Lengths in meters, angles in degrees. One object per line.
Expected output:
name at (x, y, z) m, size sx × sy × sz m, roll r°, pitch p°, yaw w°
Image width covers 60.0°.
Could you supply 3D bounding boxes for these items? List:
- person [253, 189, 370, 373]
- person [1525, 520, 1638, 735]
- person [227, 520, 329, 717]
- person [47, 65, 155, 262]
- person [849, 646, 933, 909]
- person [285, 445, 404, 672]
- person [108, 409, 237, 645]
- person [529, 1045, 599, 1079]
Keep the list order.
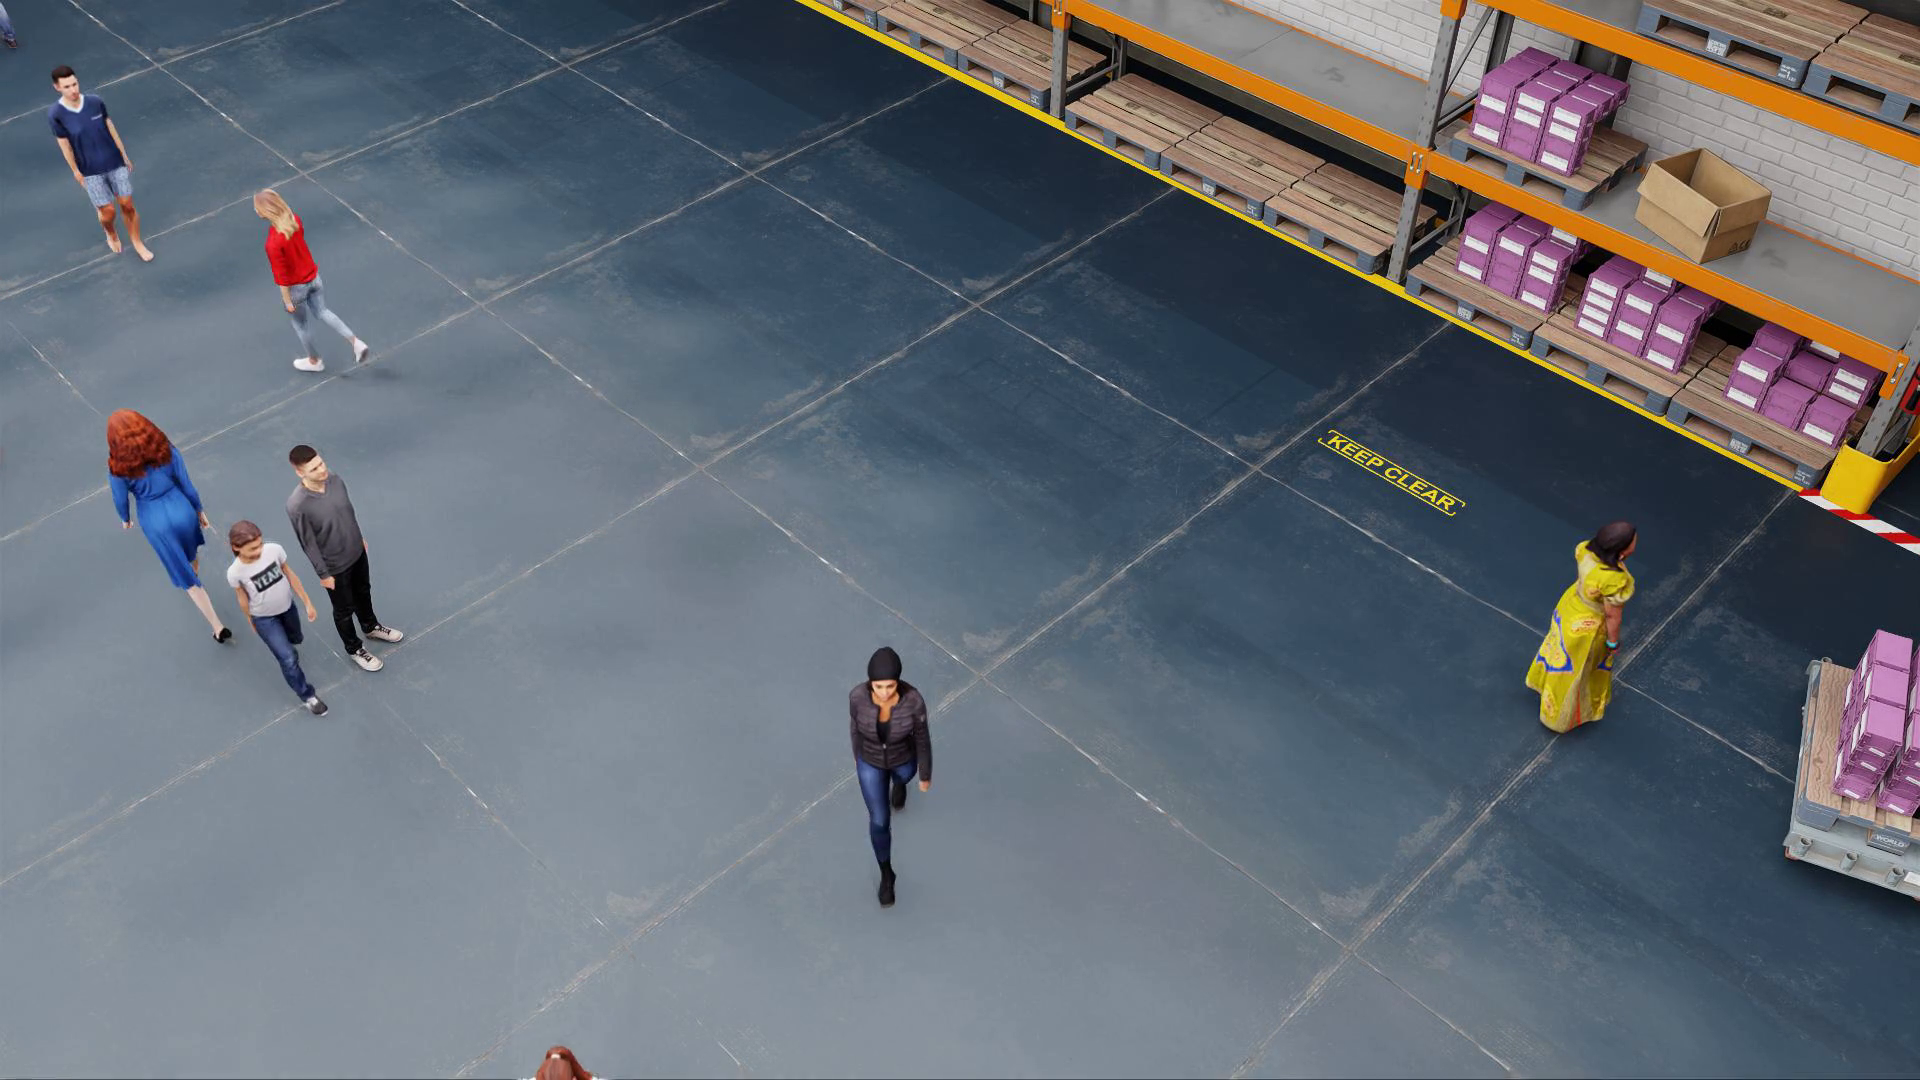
person at (-5.079, -1.988, 12.975) m, size 1.034 × 1.695 × 0.899 m, roll 9°, pitch 44°, yaw 9°
person at (3.897, 0.527, 10.363) m, size 1.037 × 1.657 × 0.954 m, roll -3°, pitch 44°, yaw -4°
person at (-4.397, 0.408, 10.574) m, size 0.977 × 1.538 × 0.589 m, roll 29°, pitch 51°, yaw 27°
person at (-7.360, -3.228, 14.176) m, size 0.617 × 1.833 × 0.700 m, roll -34°, pitch 53°, yaw -30°
person at (-0.398, 1.210, 9.614) m, size 1.191 × 1.702 × 1.208 m, roll 2°, pitch 44°, yaw 2°
person at (-4.017, 0.089, 10.747) m, size 0.696 × 1.761 × 0.698 m, roll 12°, pitch 45°, yaw 13°
person at (-5.096, -0.012, 10.846) m, size 0.743 × 1.771 × 1.188 m, roll -31°, pitch 52°, yaw -28°
person at (-1.798, 2.833, 7.890) m, size 0.700 × 1.729 × 0.745 m, roll -5°, pitch 44°, yaw -5°
